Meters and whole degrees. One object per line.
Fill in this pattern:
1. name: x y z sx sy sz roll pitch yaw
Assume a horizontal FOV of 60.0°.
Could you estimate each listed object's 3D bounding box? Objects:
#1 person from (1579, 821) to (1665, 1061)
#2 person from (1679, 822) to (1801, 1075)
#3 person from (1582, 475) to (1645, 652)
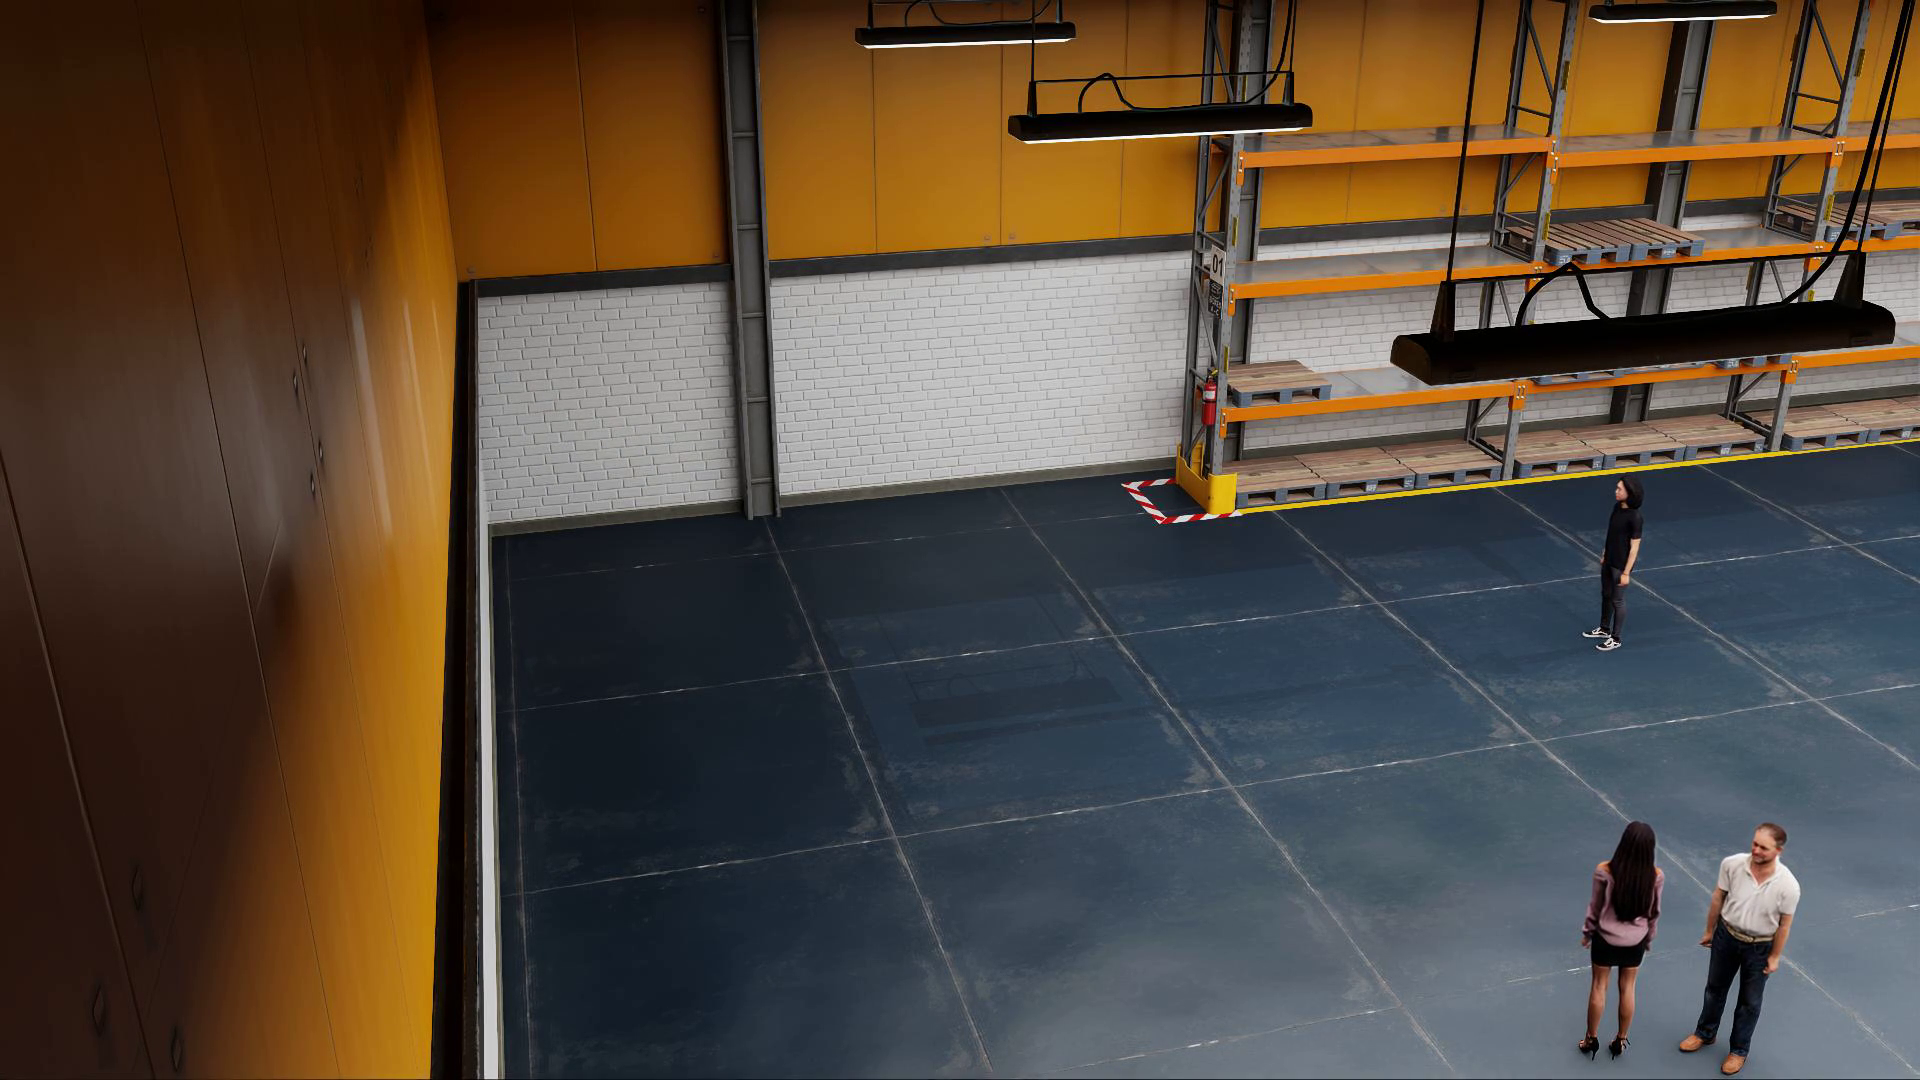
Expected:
1. person: 4.363 2.659 11.013 0.614 1.810 0.760 3 24 8
2. person: 5.198 2.647 10.985 0.735 1.856 0.745 -19 30 -37
3. person: 6.582 0.202 16.604 0.564 1.835 0.672 -3 24 -6
